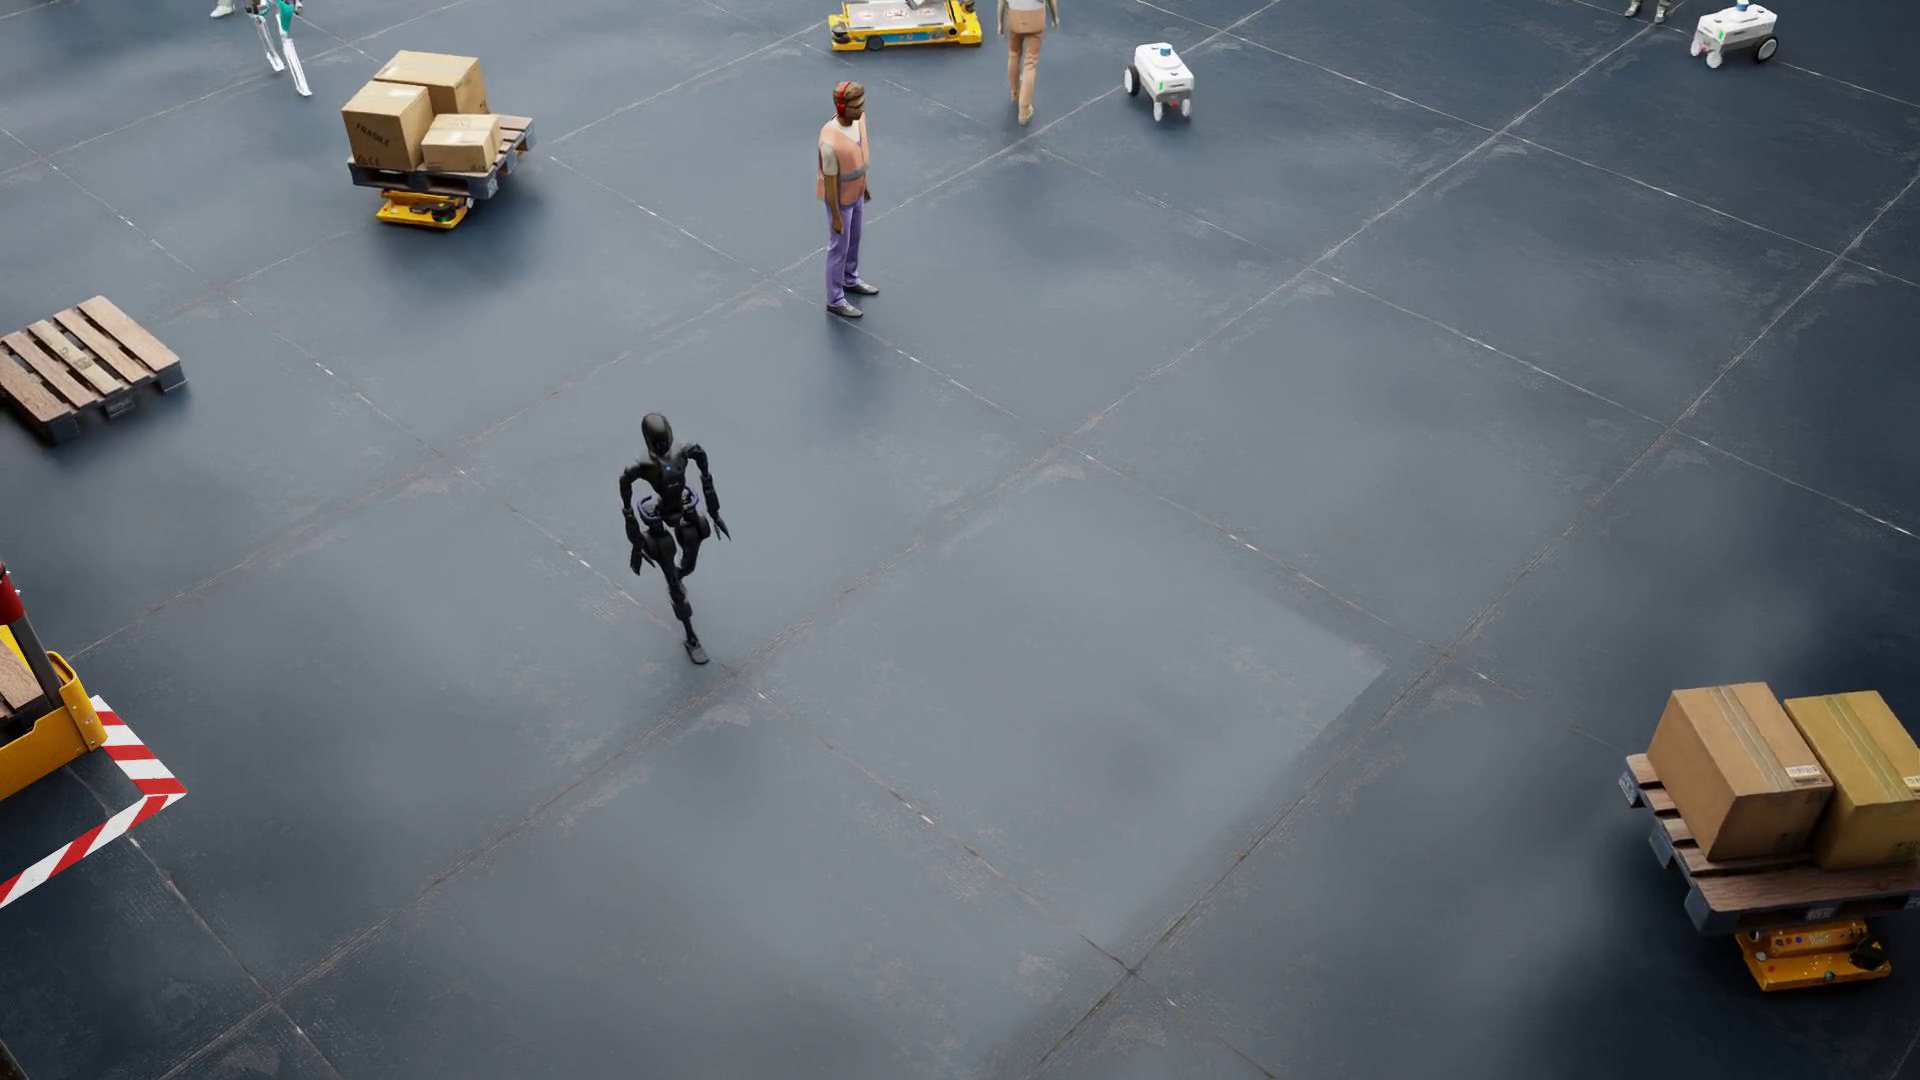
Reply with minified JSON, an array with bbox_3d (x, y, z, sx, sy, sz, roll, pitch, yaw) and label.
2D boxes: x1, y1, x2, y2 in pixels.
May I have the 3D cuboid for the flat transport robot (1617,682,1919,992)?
[{"bbox_3d":[4.174,1.663,8.677,0.659,0.231,1.431,-5,42,-6],"label":"flat transport robot"}]

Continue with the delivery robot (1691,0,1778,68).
[{"bbox_3d":[7.277,-4.784,15.624,0.755,0.587,0.525,-17,45,-18],"label":"delivery robot"}]

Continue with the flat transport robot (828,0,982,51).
[{"bbox_3d":[-0.538,-4.988,16.070,1.431,0.231,0.659,-5,42,-6],"label":"flat transport robot"}]

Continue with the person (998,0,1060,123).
[{"bbox_3d":[0.608,-4.572,14.524,0.492,1.718,0.717,10,43,11],"label":"person"}]

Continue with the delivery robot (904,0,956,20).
[{"bbox_3d":[-0.387,-5.376,16.298,0.507,0.608,0.779,-21,46,-22],"label":"delivery robot"}]

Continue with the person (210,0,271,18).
[{"bbox_3d":[-7.081,-5.932,16.123,0.521,1.590,0.855,18,45,19],"label":"person"}]

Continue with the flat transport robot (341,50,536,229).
[{"bbox_3d":[-4.274,-3.072,13.940,0.659,0.231,1.431,8,43,9],"label":"flat transport robot"}]

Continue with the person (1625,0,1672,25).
[{"bbox_3d":[6.792,-5.894,15.911,0.570,1.832,0.398,19,45,20],"label":"person"}]

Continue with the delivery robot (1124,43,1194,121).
[{"bbox_3d":[1.821,-4.169,14.936,0.499,0.581,0.768,-10,43,-11],"label":"delivery robot"}]

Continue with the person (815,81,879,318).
[{"bbox_3d":[-0.843,-2.500,12.137,0.391,1.836,0.559,14,44,15],"label":"person"}]

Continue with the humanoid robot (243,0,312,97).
[{"bbox_3d":[-6.234,-4.920,14.938,0.533,1.765,1.025,-25,48,-25],"label":"humanoid robot"}]

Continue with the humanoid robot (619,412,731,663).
[{"bbox_3d":[-1.661,-0.097,9.631,0.611,1.646,0.777,-22,46,-22],"label":"humanoid robot"}]
